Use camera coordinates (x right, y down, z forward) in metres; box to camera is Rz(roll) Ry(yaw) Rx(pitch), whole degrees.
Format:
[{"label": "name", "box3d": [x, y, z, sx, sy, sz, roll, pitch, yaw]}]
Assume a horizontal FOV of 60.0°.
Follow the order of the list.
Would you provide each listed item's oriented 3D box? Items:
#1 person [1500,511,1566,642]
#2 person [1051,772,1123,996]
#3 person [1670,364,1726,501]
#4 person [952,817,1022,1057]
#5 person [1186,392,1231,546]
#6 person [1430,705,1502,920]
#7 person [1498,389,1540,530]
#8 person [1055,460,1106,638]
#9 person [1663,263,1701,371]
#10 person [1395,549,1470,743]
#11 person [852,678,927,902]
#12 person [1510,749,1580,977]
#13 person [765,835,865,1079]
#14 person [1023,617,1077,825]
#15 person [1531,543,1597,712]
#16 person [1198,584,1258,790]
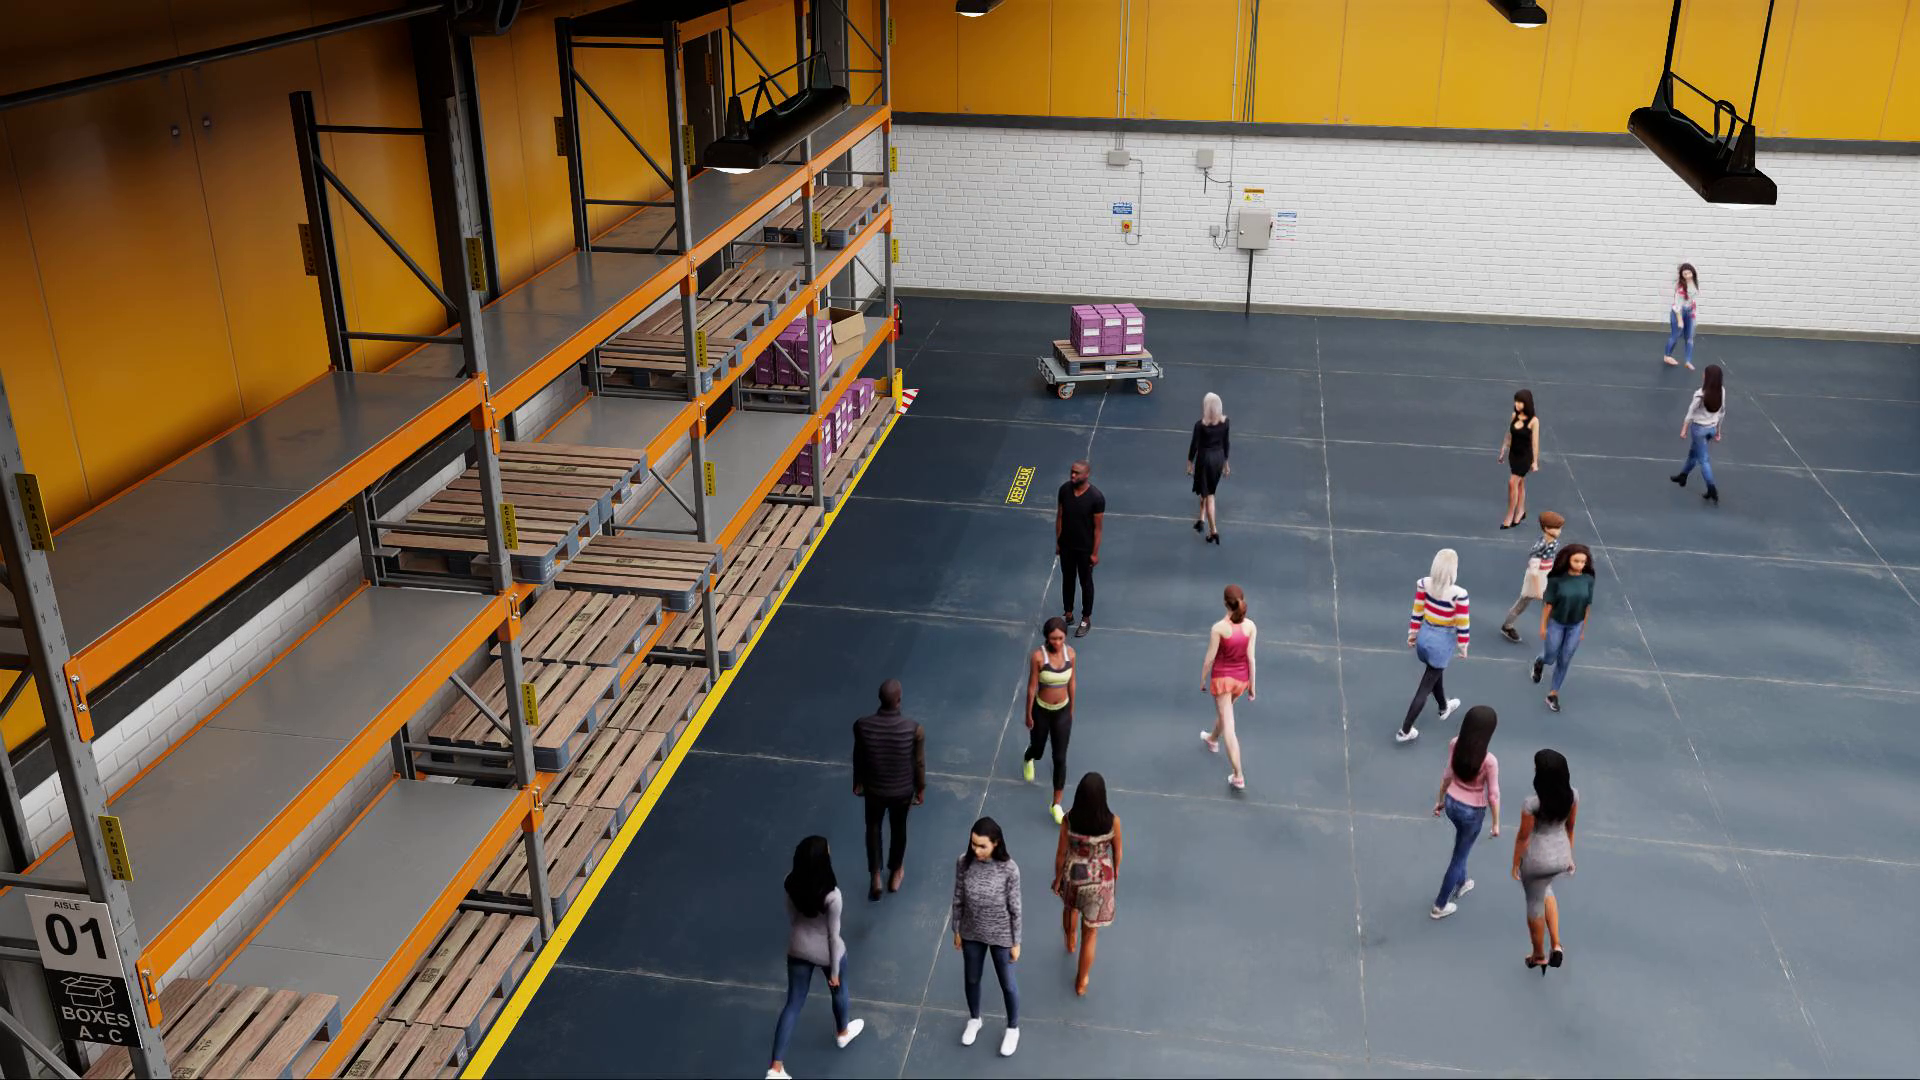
[{"label": "person", "box3d": [5.553, 0.388, 16.144, 0.959, 1.394, 0.999, -16, 28, -32]}, {"label": "person", "box3d": [0.861, 2.373, 11.318, 0.647, 1.622, 0.866, 2, 24, 6]}, {"label": "person", "box3d": [8.822, -1.234, 19.608, 0.956, 1.591, 1.134, -9, 25, -19]}, {"label": "person", "box3d": [0.195, 2.540, 10.804, 0.654, 1.726, 0.576, 8, 25, 17]}, {"label": "person", "box3d": [2.795, -0.759, 18.345, 0.808, 1.732, 0.892, -10, 26, -22]}, {"label": "person", "box3d": [3.602, 1.995, 12.055, 0.924, 1.723, 0.861, -17, 29, -33]}, {"label": "person", "box3d": [6.419, -0.927, 18.858, 0.807, 1.628, 0.749, -12, 26, -26]}, {"label": "person", "box3d": [1.175, 0.056, 16.372, 0.747, 1.819, 0.729, 16, 28, 32]}, {"label": "person", "box3d": [10.557, -3.288, 24.339, 0.848, 1.565, 0.977, -11, 26, -24]}, {"label": "person", "box3d": [4.074, 0.944, 14.411, 1.222, 1.762, 1.122, -18, 29, -35]}, {"label": "person", "box3d": [-0.546, 1.873, 12.212, 0.743, 1.822, 0.913, 2, 24, 5]}, {"label": "person", "box3d": [4.040, 2.276, 11.364, 0.763, 1.762, 0.814, -5, 24, -11]}, {"label": "person", "box3d": [-0.986, 2.680, 10.515, 0.879, 1.702, 1.225, 13, 27, 27]}, {"label": "person", "box3d": [0.705, 1.377, 13.457, 0.852, 1.732, 1.125, -5, 24, -12]}, {"label": "person", "box3d": [5.459, 0.739, 15.080, 0.653, 1.603, 0.822, 2, 24, 4]}, {"label": "person", "box3d": [2.262, 1.241, 13.809, 0.908, 1.701, 1.230, -6, 24, -13]}]
